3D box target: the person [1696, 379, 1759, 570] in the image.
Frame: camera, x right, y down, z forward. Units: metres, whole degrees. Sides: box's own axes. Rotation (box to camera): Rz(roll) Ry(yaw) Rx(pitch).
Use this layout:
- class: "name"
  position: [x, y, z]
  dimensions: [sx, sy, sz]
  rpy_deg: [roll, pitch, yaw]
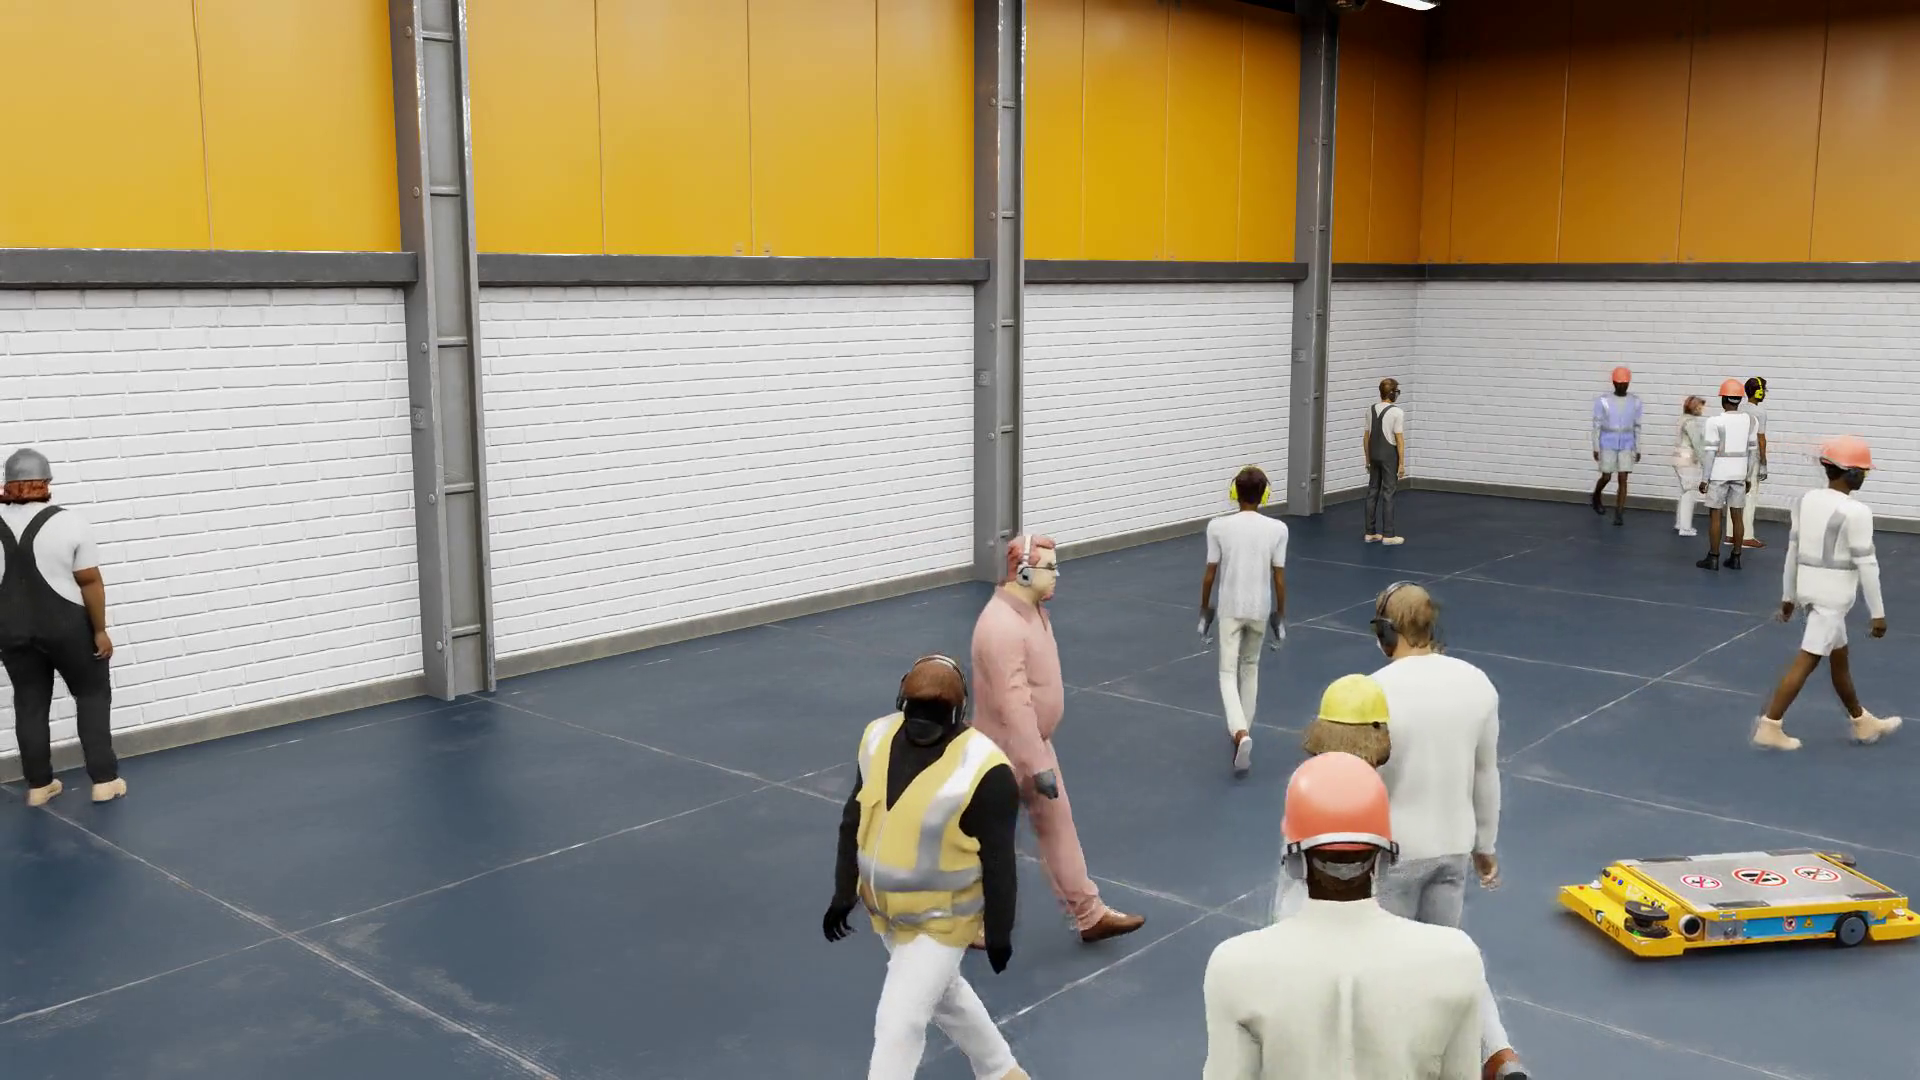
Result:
- class: "person"
  position: [7.738, -0.657, 16.804]
  dimensions: [0.552, 1.937, 0.356]
  rpy_deg: [-1, 9, -6]

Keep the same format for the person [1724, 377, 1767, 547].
- class: "person"
  position: [8.657, -0.853, 18.253]
  dimensions: [0.312, 1.869, 0.537]
  rpy_deg: [-3, 10, -18]

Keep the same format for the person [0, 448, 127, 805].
- class: "person"
  position: [-5.115, 0.484, 9.317]
  dimensions: [0.713, 2.000, 0.533]
  rpy_deg: [-1, 9, -5]

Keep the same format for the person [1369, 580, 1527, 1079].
- class: "person"
  position: [1.660, 1.114, 5.801]
  dimensions: [0.639, 1.914, 0.688]
  rpy_deg: [-4, 10, -23]

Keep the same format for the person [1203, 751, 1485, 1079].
- class: "person"
  position: [0.819, 1.441, 3.549]
  dimensions: [0.617, 1.970, 0.873]
  rpy_deg: [1, 9, 9]

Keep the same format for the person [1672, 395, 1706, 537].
- class: "person"
  position: [8.347, -0.855, 19.026]
  dimensions: [0.384, 1.617, 0.546]
  rpy_deg: [3, 10, 20]

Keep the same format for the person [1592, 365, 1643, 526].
- class: "person"
  position: [7.854, -1.142, 19.906]
  dimensions: [0.564, 1.921, 0.647]
  rpy_deg: [2, 9, 11]

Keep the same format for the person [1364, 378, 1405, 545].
- class: "person"
  position: [4.706, -0.869, 18.426]
  dimensions: [0.327, 1.843, 0.515]
  rpy_deg: [-7, 11, -37]

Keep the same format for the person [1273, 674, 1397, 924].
- class: "person"
  position: [1.134, 1.283, 5.304]
  dimensions: [0.544, 1.713, 0.508]
  rpy_deg: [-2, 9, -14]

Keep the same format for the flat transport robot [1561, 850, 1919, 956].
- class: "flat transport robot"
  position: [3.580, 1.640, 7.600]
  dimensions: [1.431, 0.197, 0.652]
  rpy_deg: [-1, 9, -9]

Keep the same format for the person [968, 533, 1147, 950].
- class: "person"
  position: [0.348, 0.903, 7.256]
  dimensions: [0.981, 1.858, 0.671]
  rpy_deg: [3, 9, 16]

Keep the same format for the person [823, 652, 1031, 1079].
- class: "person"
  position: [-0.085, 1.221, 5.522]
  dimensions: [0.967, 1.786, 0.623]
  rpy_deg: [-8, 12, -42]

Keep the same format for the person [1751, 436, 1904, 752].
- class: "person"
  position: [5.459, 0.350, 10.338]
  dimensions: [1.066, 1.983, 0.636]
  rpy_deg: [-1, 9, -6]

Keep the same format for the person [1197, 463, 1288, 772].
- class: "person"
  position: [1.718, 0.460, 10.096]
  dimensions: [0.526, 1.843, 0.817]
  rpy_deg: [0, 9, 0]
